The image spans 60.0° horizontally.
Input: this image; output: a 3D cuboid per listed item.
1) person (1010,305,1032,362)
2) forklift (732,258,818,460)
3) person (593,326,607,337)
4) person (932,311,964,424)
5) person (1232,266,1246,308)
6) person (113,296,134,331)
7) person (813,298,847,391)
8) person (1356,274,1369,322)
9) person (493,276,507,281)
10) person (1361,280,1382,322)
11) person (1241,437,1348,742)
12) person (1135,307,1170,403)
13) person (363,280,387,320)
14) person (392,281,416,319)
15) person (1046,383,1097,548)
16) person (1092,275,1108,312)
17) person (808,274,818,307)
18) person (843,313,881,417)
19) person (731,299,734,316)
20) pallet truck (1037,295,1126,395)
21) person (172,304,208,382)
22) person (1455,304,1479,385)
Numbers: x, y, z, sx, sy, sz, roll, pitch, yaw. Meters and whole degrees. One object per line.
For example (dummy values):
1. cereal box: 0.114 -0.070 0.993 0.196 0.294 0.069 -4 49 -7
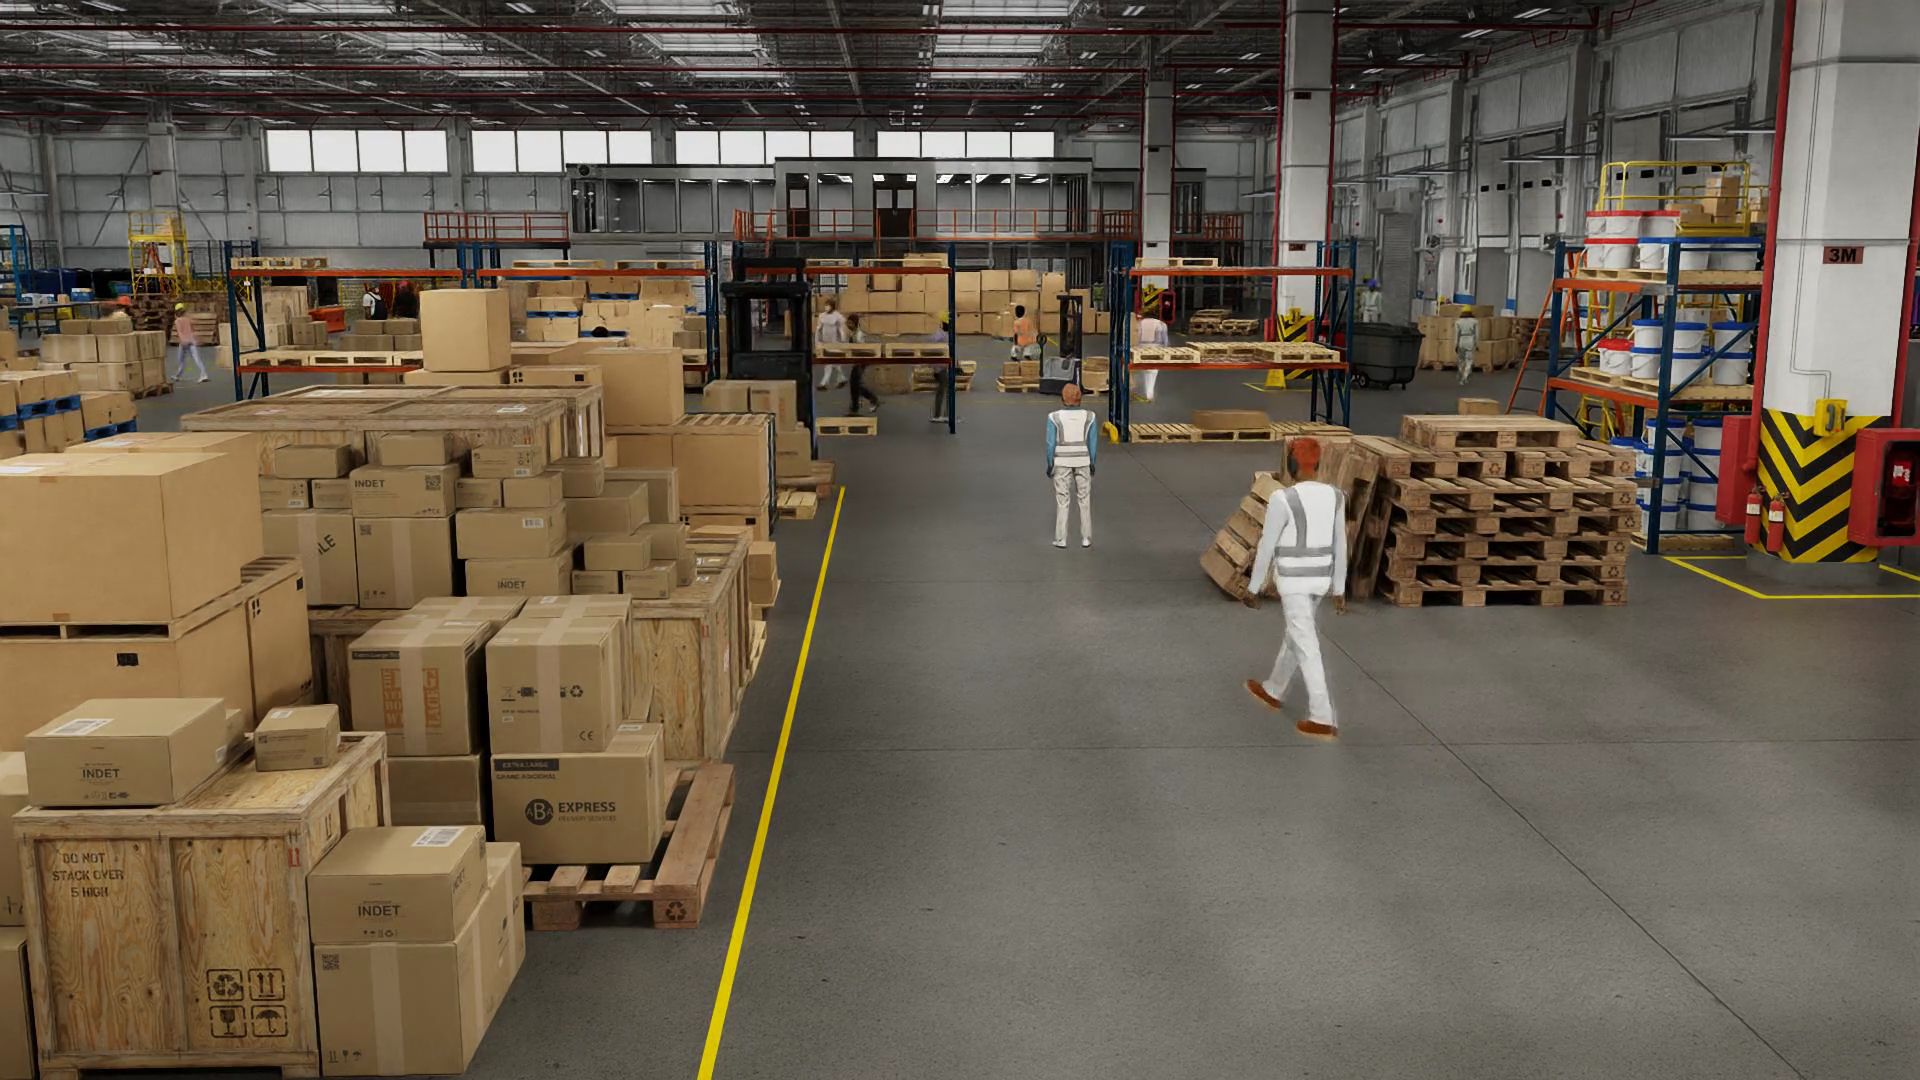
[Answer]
1. person: 1.389 -4.274 36.158 0.805 1.670 0.525 10 14 44
2. forklift: -2.454 -2.280 21.681 1.129 2.768 1.873 0 10 -2
3. person: -4.847 -1.927 22.439 0.607 1.909 0.394 -1 10 -5
4. person: -0.177 -2.884 27.792 0.714 1.884 0.635 2 10 12
5. person: 12.872 -11.664 76.584 0.622 1.955 1.025 -1 10 -5
6. person: -17.164 -4.075 34.405 0.569 1.897 0.912 9 13 40
7. person: -2.617 -4.010 34.101 0.627 1.900 1.023 8 13 37
8. person: 13.867 -8.166 57.154 0.612 1.912 0.500 -6 12 -28
9. person: -19.991 -10.845 72.250 0.585 1.863 0.777 -1 10 -5
10. person: 11.918 -6.579 48.324 0.644 1.905 0.938 5 11 27
11. person: 2.045 0.273 10.362 0.583 1.836 0.968 -7 12 -34
12. person: 3.705 -3.521 31.598 0.657 1.800 0.898 7 12 33
13. person: -15.238 -5.770 43.465 0.537 2.000 0.678 2 10 9
14. person: -15.490 -6.250 46.424 1.014 1.953 0.618 9 13 40
15. person: 1.105 -0.730 16.500 0.515 1.641 0.315 -1 10 -7
16. person: 4.997 -8.564 59.583 0.627 1.845 0.429 6 12 29
17. person: -5.236 -8.391 58.386 0.546 1.930 0.392 -5 11 -25
18. person: -1.714 -3.024 28.795 0.554 1.816 0.562 -2 10 -13
19. person: -4.879 -4.366 36.173 0.328 1.858 0.502 5 12 28
20. pallet truck: 2.483 -3.881 33.060 1.885 1.965 0.823 -7 13 -36
21. person: -16.724 -4.257 36.028 0.984 1.685 0.528 4 11 21
22. person: 10.720 -4.139 35.245 0.489 1.720 0.719 4 11 23
